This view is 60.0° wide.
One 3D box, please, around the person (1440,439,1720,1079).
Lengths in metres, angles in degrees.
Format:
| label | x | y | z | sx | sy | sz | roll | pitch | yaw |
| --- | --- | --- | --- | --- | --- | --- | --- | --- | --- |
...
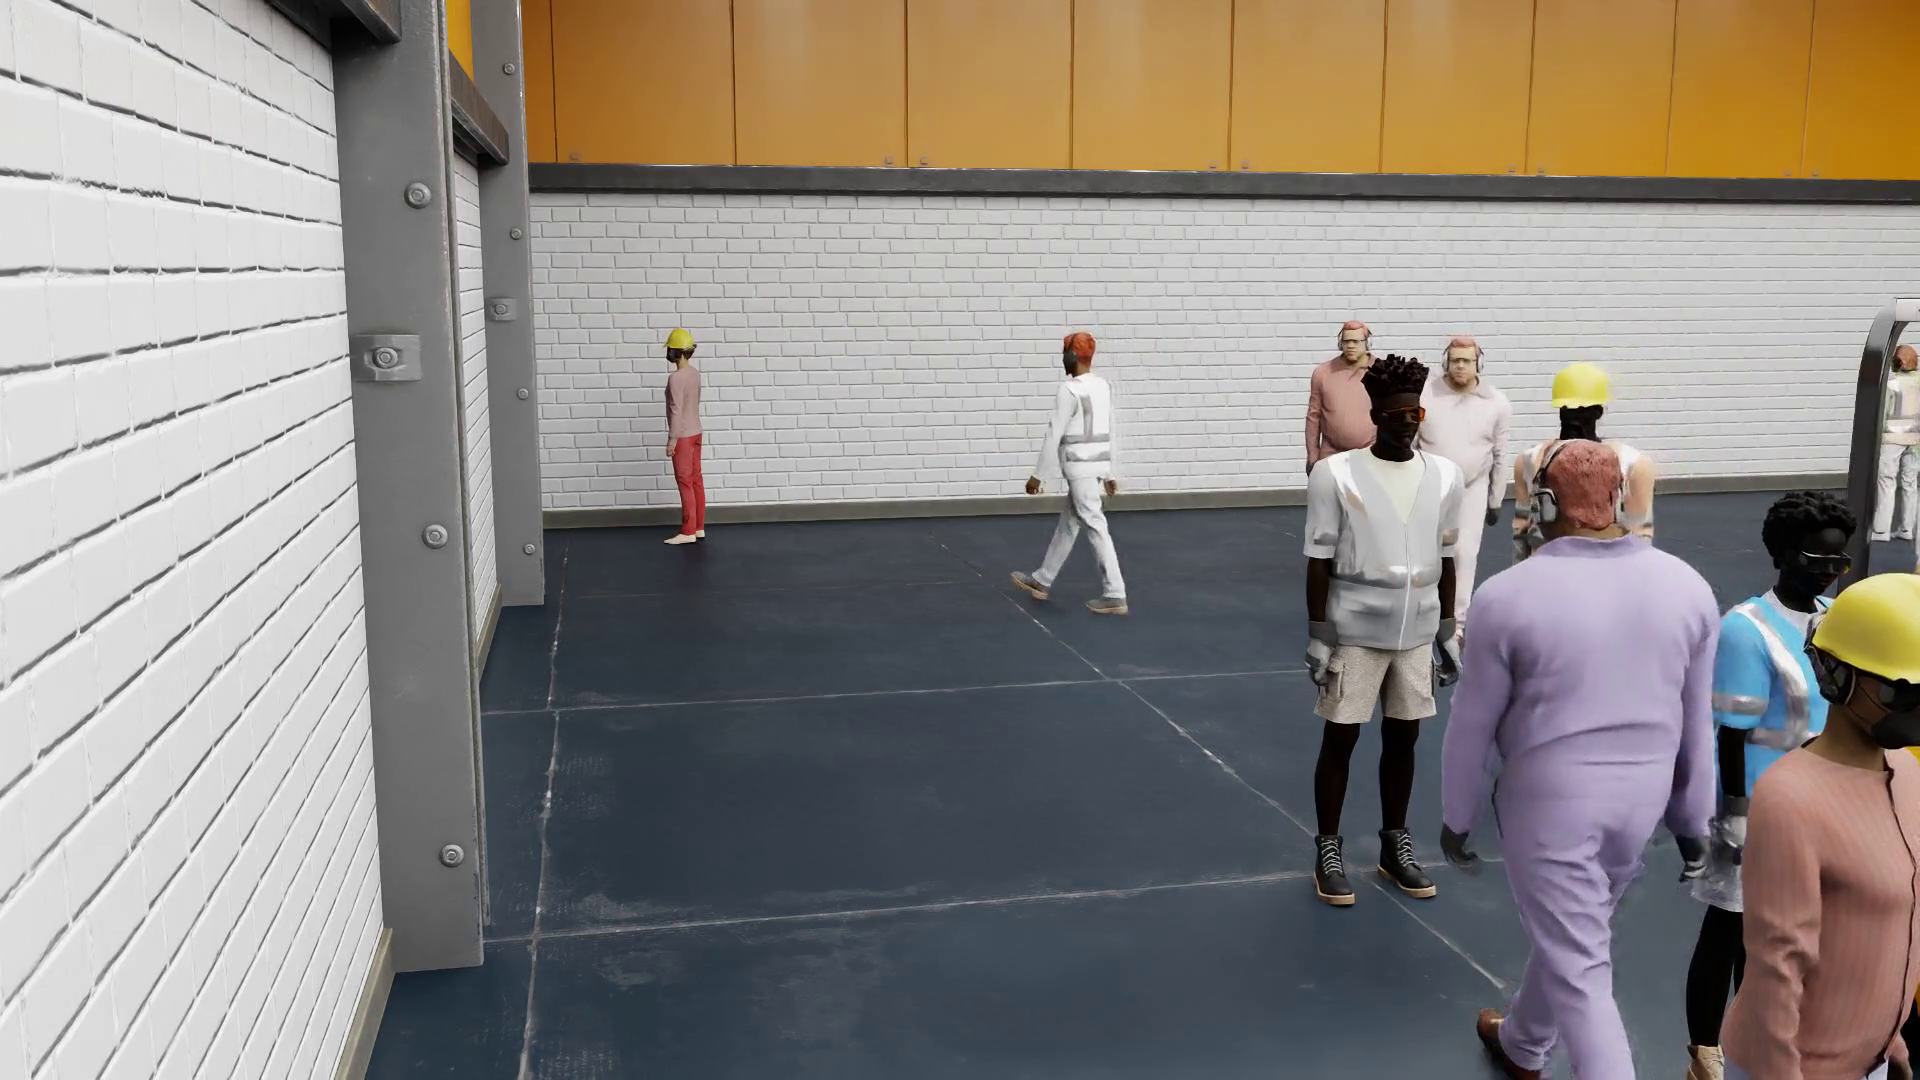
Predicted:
| label | x | y | z | sx | sy | sz | roll | pitch | yaw |
| --- | --- | --- | --- | --- | --- | --- | --- | --- | --- |
| person | 1.553 | 0.671 | 4.211 | 0.649 | 1.848 | 1.038 | -2 | 9 | -11 |

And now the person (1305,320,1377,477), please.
| label | x | y | z | sx | sy | sz | roll | pitch | yaw |
| --- | --- | --- | --- | --- | --- | --- | --- | --- | --- |
| person | 2.744 | -0.591 | 11.694 | 0.651 | 1.904 | 0.403 | 4 | 10 | 21 |

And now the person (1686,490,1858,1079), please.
| label | x | y | z | sx | sy | sz | roll | pitch | yaw |
| --- | --- | --- | --- | --- | --- | --- | --- | --- | --- |
| person | 2.175 | 0.702 | 4.441 | 0.532 | 1.697 | 0.322 | -6 | 11 | -32 |

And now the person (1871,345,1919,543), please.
| label | x | y | z | sx | sy | sz | roll | pitch | yaw |
| --- | --- | --- | --- | --- | --- | --- | --- | --- | --- |
| person | 7.751 | -0.792 | 13.744 | 0.521 | 1.635 | 0.310 | -3 | 10 | -17 |

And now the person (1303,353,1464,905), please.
| label | x | y | z | sx | sy | sz | roll | pitch | yaw |
| --- | --- | --- | --- | --- | --- | --- | --- | --- | --- |
| person | 1.516 | 0.319 | 5.955 | 0.603 | 1.967 | 0.367 | -2 | 10 | -12 |

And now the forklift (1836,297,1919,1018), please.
| label | x | y | z | sx | sy | sz | roll | pitch | yaw |
| --- | --- | --- | --- | --- | --- | --- | --- | --- | --- |
| forklift | 3.542 | 0.334 | 5.177 | 2.313 | 2.155 | 1.214 | -9 | 13 | -43 |

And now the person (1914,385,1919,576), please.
| label | x | y | z | sx | sy | sz | roll | pitch | yaw |
| --- | --- | --- | --- | --- | --- | --- | --- | --- | --- |
| person | 7.404 | -0.635 | 12.254 | 0.922 | 1.796 | 0.638 | -6 | 11 | -32 |

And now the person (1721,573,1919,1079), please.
| label | x | y | z | sx | sy | sz | roll | pitch | yaw |
| --- | --- | --- | --- | --- | --- | --- | --- | --- | --- |
| person | 1.530 | 0.922 | 2.912 | 0.523 | 1.762 | 0.329 | -8 | 12 | -39 |

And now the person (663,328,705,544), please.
| label | x | y | z | sx | sy | sz | roll | pitch | yaw |
| --- | --- | --- | --- | --- | --- | --- | --- | --- | --- |
| person | -2.275 | -0.846 | 13.663 | 0.301 | 1.772 | 0.524 | 2 | 10 | 11 |

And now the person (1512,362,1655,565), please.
| label | x | y | z | sx | sy | sz | roll | pitch | yaw |
| --- | --- | --- | --- | --- | --- | --- | --- | --- | --- |
| person | 2.611 | 0.189 | 7.019 | 0.597 | 1.884 | 0.954 | 7 | 12 | 36 |

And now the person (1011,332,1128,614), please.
| label | x | y | z | sx | sy | sz | roll | pitch | yaw |
| --- | --- | --- | --- | --- | --- | --- | --- | --- | --- |
| person | 0.734 | -0.450 | 11.020 | 0.971 | 1.831 | 0.596 | 6 | 11 | 32 |

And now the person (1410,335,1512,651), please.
| label | x | y | z | sx | sy | sz | roll | pitch | yaw |
| --- | --- | --- | --- | --- | --- | --- | --- | --- | --- |
| person | 2.976 | -0.306 | 10.073 | 0.651 | 1.876 | 0.908 | 3 | 10 | 19 |
